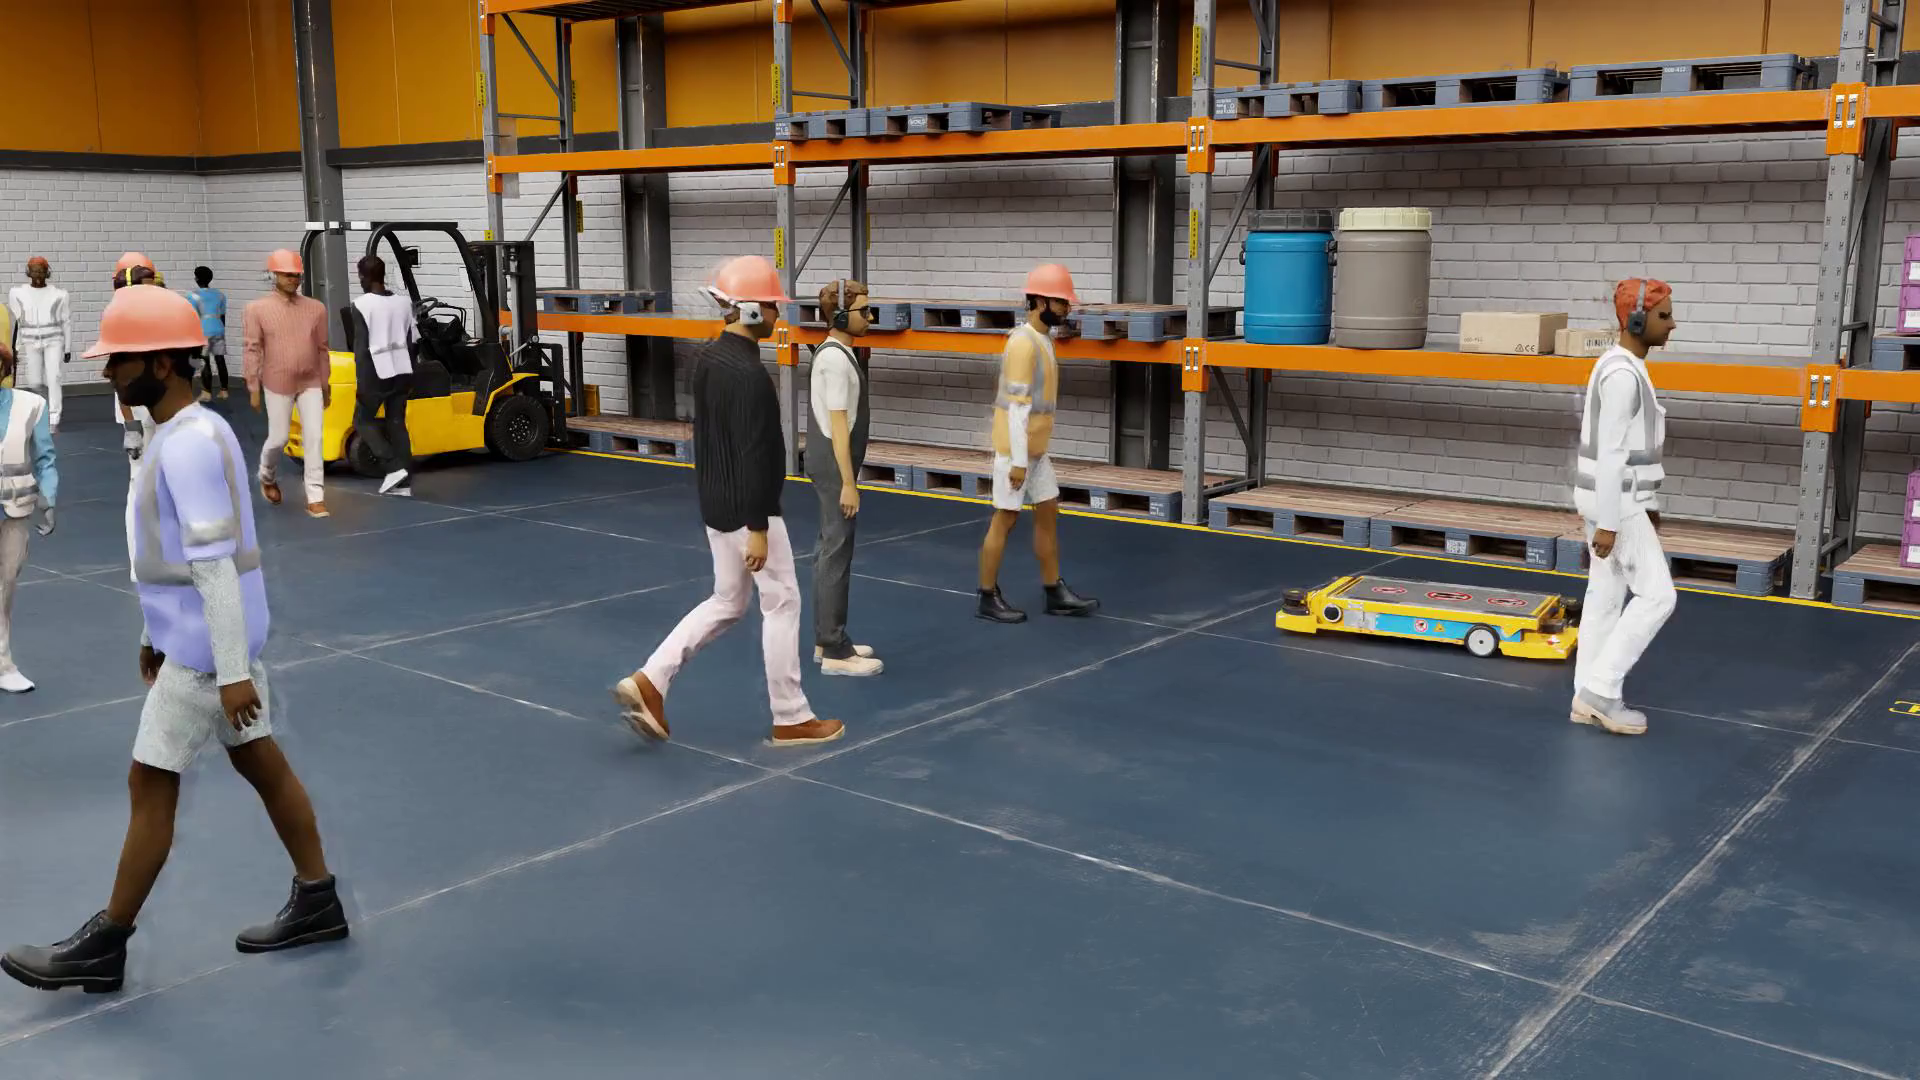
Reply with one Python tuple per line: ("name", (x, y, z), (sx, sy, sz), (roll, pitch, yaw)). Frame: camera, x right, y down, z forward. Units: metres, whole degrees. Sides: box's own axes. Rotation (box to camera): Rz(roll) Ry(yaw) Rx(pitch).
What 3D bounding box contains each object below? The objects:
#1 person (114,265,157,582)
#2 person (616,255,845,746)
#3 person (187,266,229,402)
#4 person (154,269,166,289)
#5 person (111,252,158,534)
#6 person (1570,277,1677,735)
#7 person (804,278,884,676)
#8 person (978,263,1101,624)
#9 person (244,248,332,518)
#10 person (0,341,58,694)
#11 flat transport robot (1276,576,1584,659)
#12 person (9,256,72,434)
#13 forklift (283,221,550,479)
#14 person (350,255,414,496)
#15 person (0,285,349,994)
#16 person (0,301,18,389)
("person", (-4.817, -0.683, 9.876), (0.324, 1.876, 0.526), (-1, 10, -4))
("person", (-0.917, -0.127, 6.545), (0.825, 1.972, 0.632), (-6, 12, -29))
("person", (-9.466, -2.590, 20.934), (0.318, 1.697, 0.535), (6, 12, 29))
("person", (-8.954, -2.146, 18.465), (0.486, 1.709, 0.810), (0, 10, -2))
("person", (-5.598, -0.998, 11.444), (0.368, 1.934, 0.551), (2, 10, 10))
("person", (2.752, -0.129, 6.814), (0.451, 1.868, 0.589), (3, 11, 17))
("person", (-0.554, -0.294, 7.801), (0.351, 1.847, 0.507), (-1, 10, -8))
("person", (0.425, -0.488, 8.772), (0.713, 1.902, 0.569), (3, 11, 17))
("person", (-4.982, -1.167, 12.307), (0.626, 1.970, 0.858), (-9, 13, -40))
("person", (-4.430, -0.135, 7.605), (0.748, 1.600, 0.521), (8, 13, 39))
("flat transport robot", (2.405, 0.371, 8.480), (1.431, 0.197, 0.652), (6, 12, 29))
("person", (-9.673, -2.065, 17.579), (0.578, 1.859, 0.726), (-3, 11, -16))
("forklift", (-4.922, -1.741, 14.854), (1.214, 2.155, 2.313), (8, 13, 38))
("person", (-4.542, -1.280, 13.105), (0.465, 1.898, 0.626), (5, 11, 26))
("person", (-2.173, 0.272, 4.513), (0.940, 1.892, 0.593), (-4, 11, -20))
("person", (-7.214, -1.096, 12.257), (0.429, 1.842, 0.632), (2, 10, 10))
